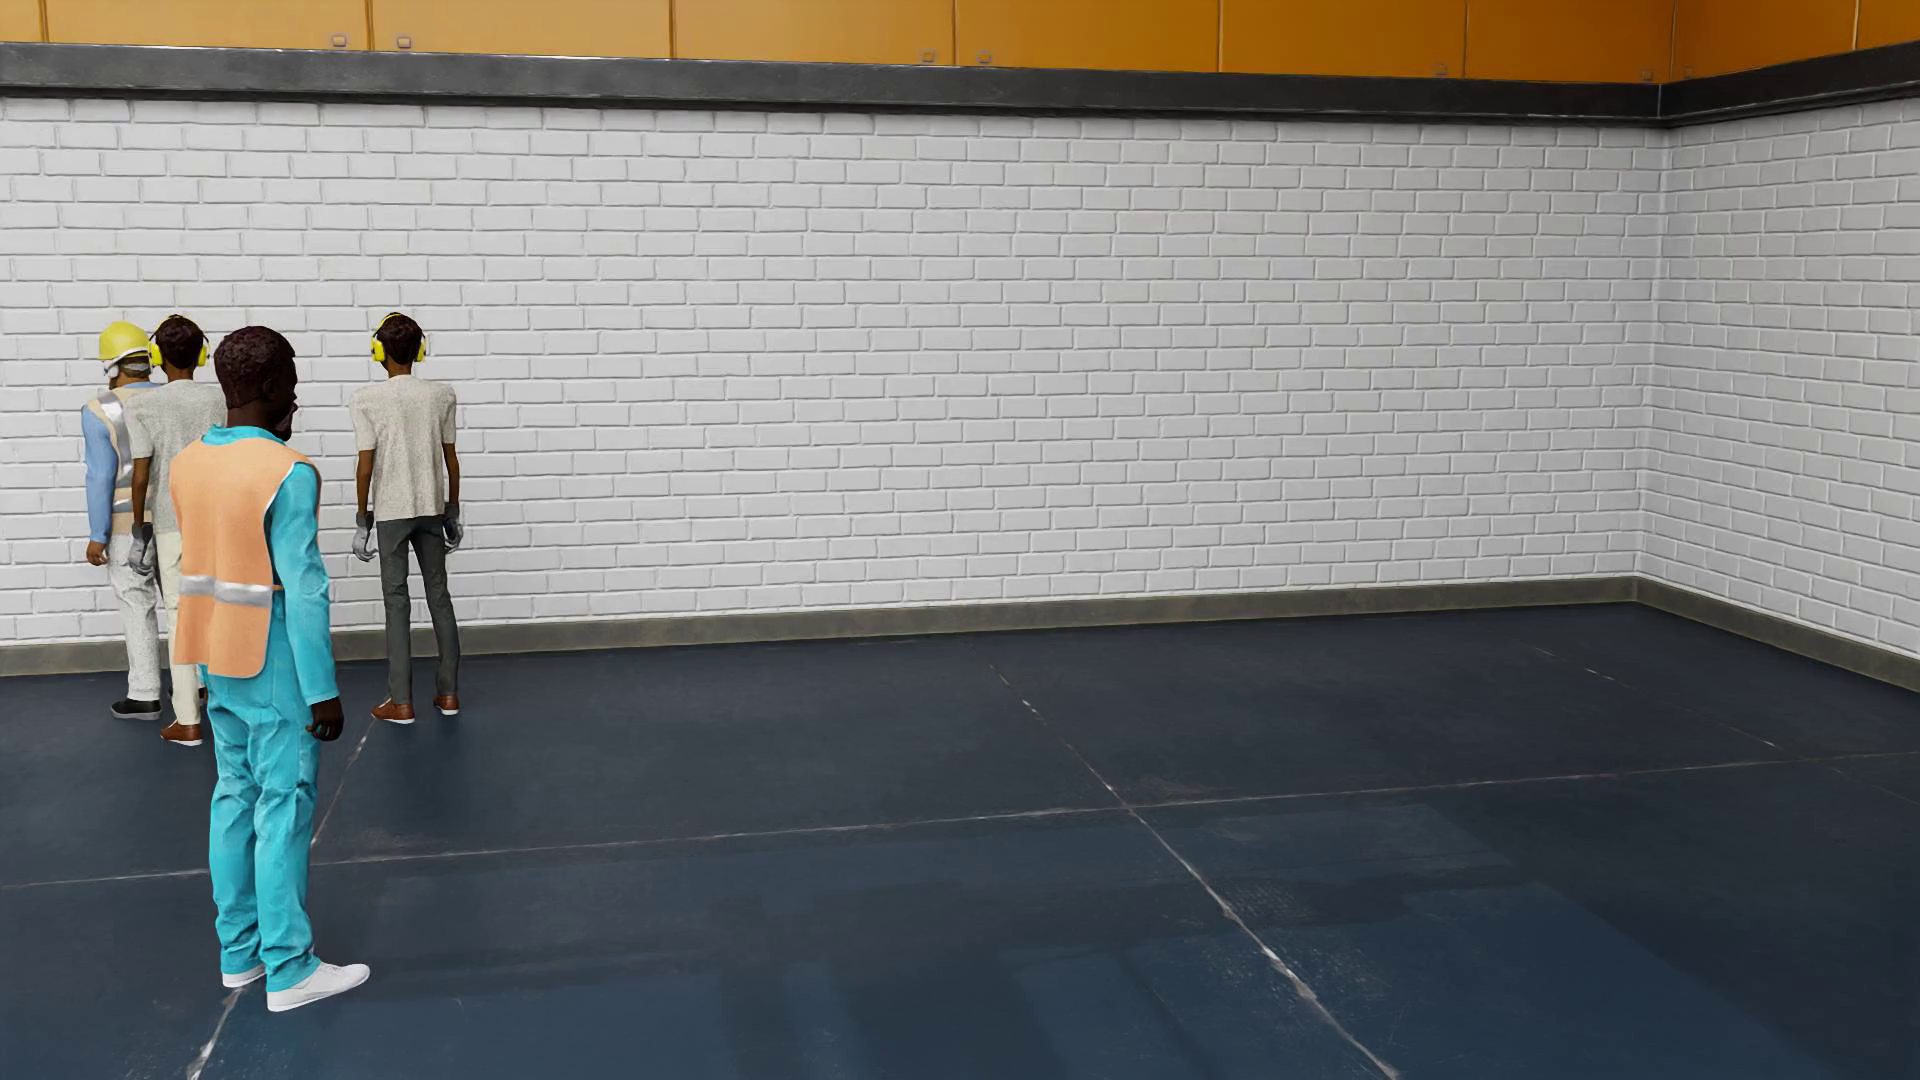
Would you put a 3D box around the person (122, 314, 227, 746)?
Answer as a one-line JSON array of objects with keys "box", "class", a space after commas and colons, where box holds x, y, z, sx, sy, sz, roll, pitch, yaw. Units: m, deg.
[{"box": [-3.348, -0.040, 7.254, 0.532, 1.865, 0.311, -8, 12, -41], "class": "person"}]

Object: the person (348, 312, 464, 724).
[{"box": [-2.525, -0.098, 7.596, 0.514, 1.872, 0.328, -8, 12, -41], "class": "person"}]

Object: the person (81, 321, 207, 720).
[{"box": [-3.765, -0.090, 7.667, 0.403, 1.827, 0.601, 5, 10, 26], "class": "person"}]

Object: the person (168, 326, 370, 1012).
[{"box": [-1.969, 0.363, 4.672, 0.587, 1.911, 0.397, 7, 11, 35], "class": "person"}]
